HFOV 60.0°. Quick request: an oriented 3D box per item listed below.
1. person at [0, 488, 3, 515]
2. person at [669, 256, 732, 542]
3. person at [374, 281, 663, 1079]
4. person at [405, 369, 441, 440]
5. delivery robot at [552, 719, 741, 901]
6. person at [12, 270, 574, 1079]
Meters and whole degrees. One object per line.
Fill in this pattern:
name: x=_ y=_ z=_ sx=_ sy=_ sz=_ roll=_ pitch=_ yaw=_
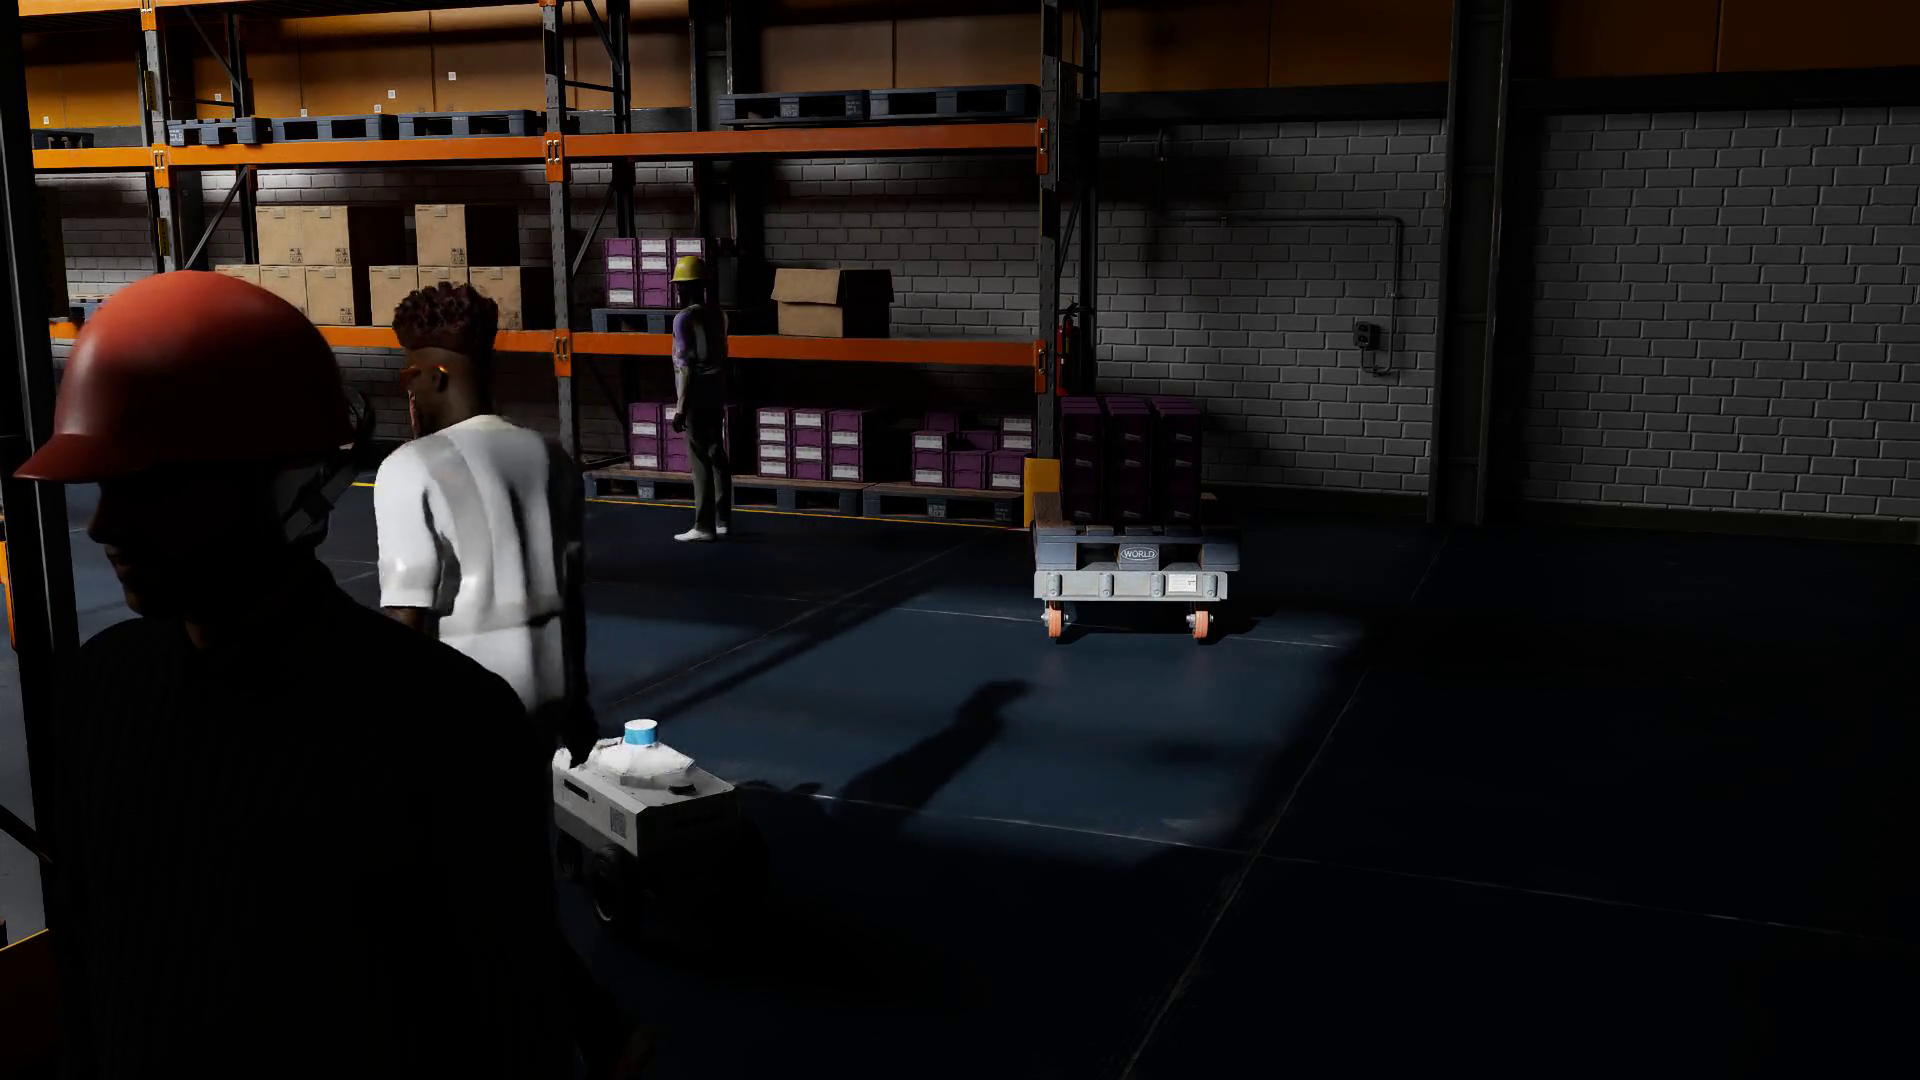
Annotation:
person: x=-6.983 y=-1.016 z=11.806 sx=0.591 sy=1.862 sz=0.628 roll=0 pitch=10 yaw=-2
person: x=-1.772 y=-0.946 z=11.247 sx=0.385 sy=1.925 sz=0.591 roll=4 pitch=11 yaw=21
person: x=-1.012 y=0.383 z=3.840 sx=0.808 sy=1.934 sz=0.651 roll=5 pitch=11 yaw=24
person: x=-3.176 y=-0.618 z=10.220 sx=0.307 sy=1.641 sz=0.513 roll=5 pitch=11 yaw=24
delivery robot: x=-0.973 y=0.795 z=5.109 sx=0.477 sy=0.478 sz=0.707 roll=-7 pitch=13 yaw=-36
person: x=-0.699 y=0.726 z=1.740 sx=0.625 sy=1.992 sz=0.389 roll=4 pitch=11 yaw=21
